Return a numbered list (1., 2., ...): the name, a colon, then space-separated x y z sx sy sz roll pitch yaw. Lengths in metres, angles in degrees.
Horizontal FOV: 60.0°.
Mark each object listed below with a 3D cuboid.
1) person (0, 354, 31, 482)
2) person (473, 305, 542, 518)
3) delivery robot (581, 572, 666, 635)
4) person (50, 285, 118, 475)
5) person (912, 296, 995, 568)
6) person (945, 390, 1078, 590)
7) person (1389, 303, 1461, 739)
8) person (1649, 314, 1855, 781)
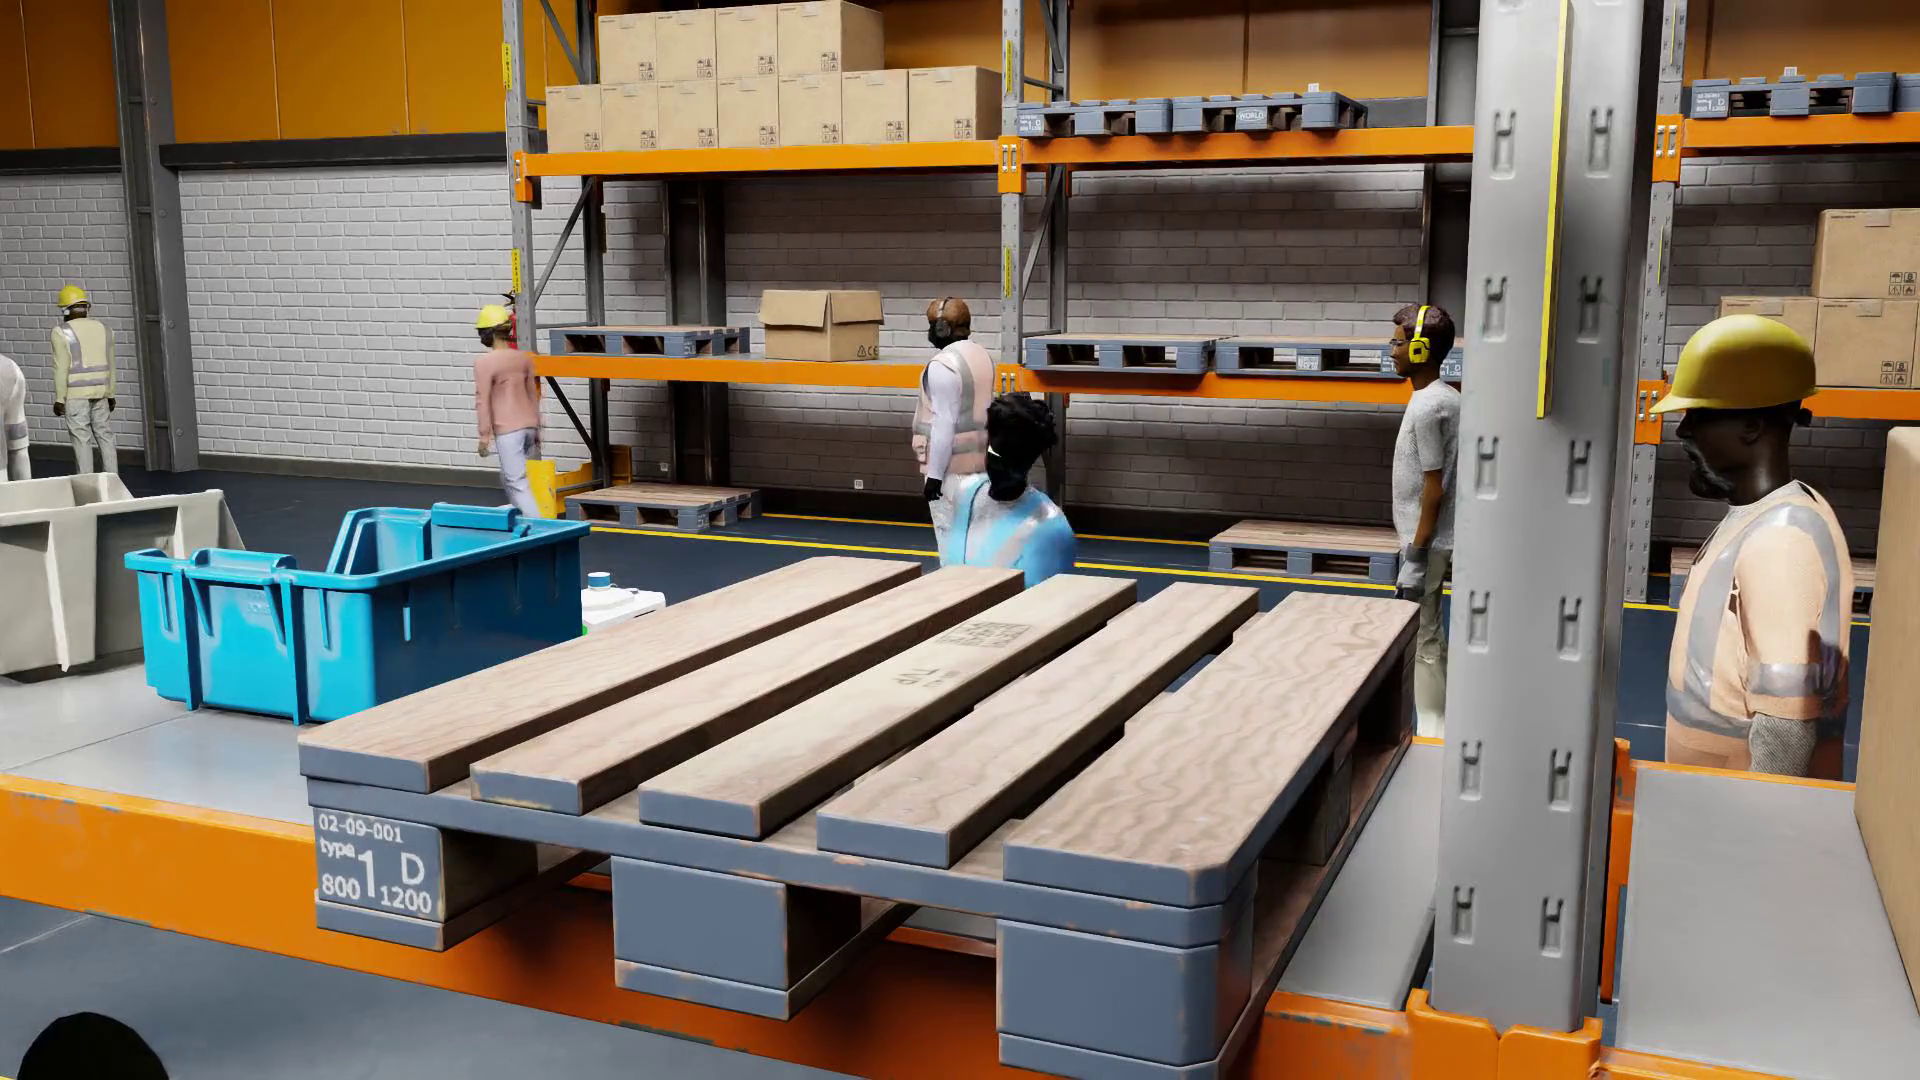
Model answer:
1. person: -3.867 -0.052 6.377 0.391 2.041 0.615 4 10 23
2. person: -3.082 -0.738 11.421 0.584 1.725 0.528 4 10 21
3. delivery robot: -1.698 0.396 7.861 0.477 0.478 0.707 4 10 23
4. person: -7.494 -1.254 14.215 0.403 1.827 0.601 4 10 23
5. person: -0.044 -0.395 9.039 0.429 1.839 0.634 4 10 23
6. person: 0.168 0.394 4.843 0.372 1.672 0.600 -5 11 -27
7. person: 1.761 0.039 6.355 0.309 1.868 0.535 4 10 23
8. person: 1.508 0.527 3.266 0.385 1.922 0.594 4 10 23
